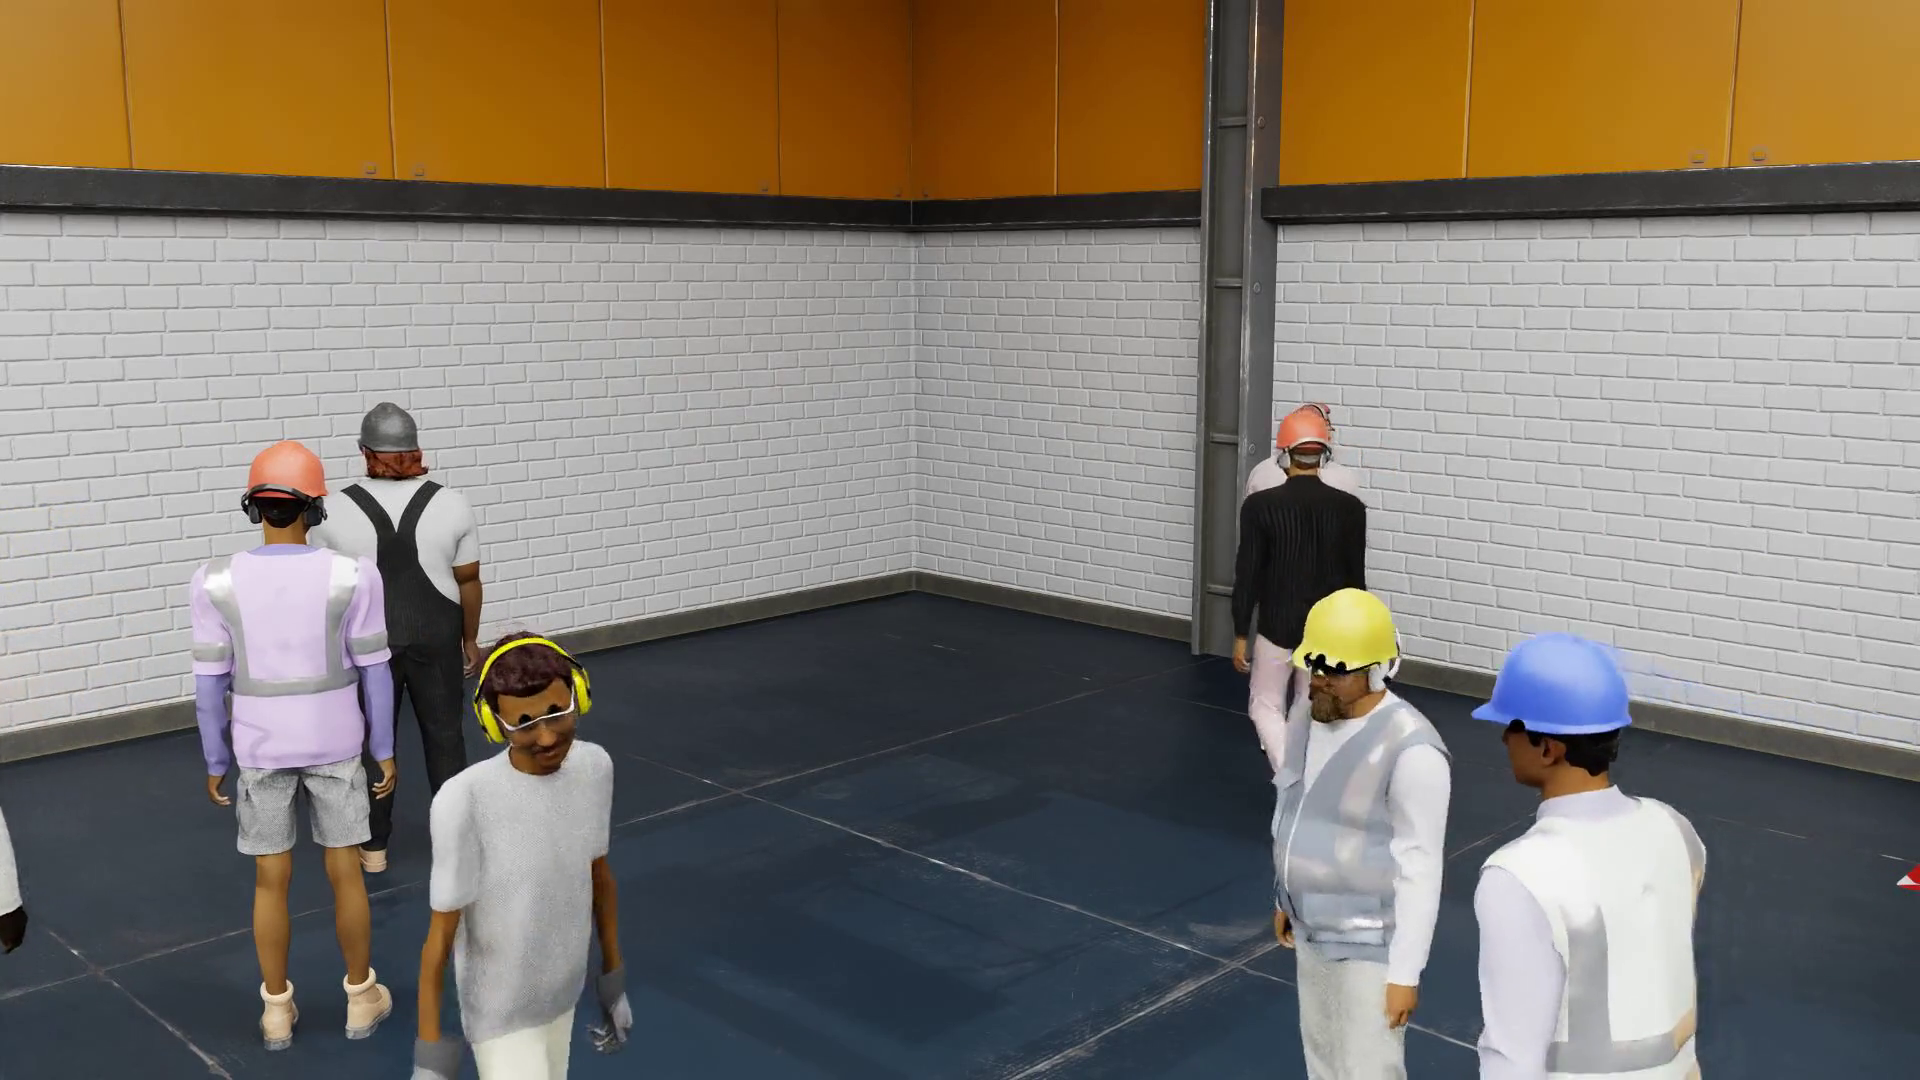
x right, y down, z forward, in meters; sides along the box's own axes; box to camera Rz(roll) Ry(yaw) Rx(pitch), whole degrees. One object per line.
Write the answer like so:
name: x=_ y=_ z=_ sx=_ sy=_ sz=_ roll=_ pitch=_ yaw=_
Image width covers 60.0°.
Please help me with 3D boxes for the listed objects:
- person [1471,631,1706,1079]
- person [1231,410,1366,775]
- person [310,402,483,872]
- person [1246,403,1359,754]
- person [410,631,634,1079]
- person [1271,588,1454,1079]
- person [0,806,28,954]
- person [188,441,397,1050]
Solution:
person: x=1.210 y=1.139 z=3.189 sx=0.602 sy=1.930 sz=0.574 roll=-6 pitch=11 yaw=-31
person: x=1.541 y=0.406 z=7.539 sx=0.664 sy=1.970 sz=0.589 roll=-2 pitch=9 yaw=-12
person: x=-2.442 y=0.415 z=7.267 sx=0.688 sy=2.000 sz=0.539 roll=-3 pitch=10 yaw=-20
person: x=1.842 y=0.225 z=8.844 sx=0.654 sy=1.906 sz=0.408 roll=7 pitch=12 yaw=38
person: x=-0.949 y=1.093 z=3.768 sx=0.623 sy=1.826 sz=0.626 roll=5 pitch=10 yaw=28
person: x=1.011 y=1.002 z=4.411 sx=0.406 sy=1.811 sz=0.691 roll=-3 pitch=10 yaw=-20
person: x=-2.848 y=0.962 z=4.389 sx=0.617 sy=1.878 sz=0.606 roll=1 pitch=9 yaw=8
person: x=-2.221 y=0.686 z=5.602 sx=0.615 sy=2.041 sz=0.387 roll=-3 pitch=10 yaw=-15
